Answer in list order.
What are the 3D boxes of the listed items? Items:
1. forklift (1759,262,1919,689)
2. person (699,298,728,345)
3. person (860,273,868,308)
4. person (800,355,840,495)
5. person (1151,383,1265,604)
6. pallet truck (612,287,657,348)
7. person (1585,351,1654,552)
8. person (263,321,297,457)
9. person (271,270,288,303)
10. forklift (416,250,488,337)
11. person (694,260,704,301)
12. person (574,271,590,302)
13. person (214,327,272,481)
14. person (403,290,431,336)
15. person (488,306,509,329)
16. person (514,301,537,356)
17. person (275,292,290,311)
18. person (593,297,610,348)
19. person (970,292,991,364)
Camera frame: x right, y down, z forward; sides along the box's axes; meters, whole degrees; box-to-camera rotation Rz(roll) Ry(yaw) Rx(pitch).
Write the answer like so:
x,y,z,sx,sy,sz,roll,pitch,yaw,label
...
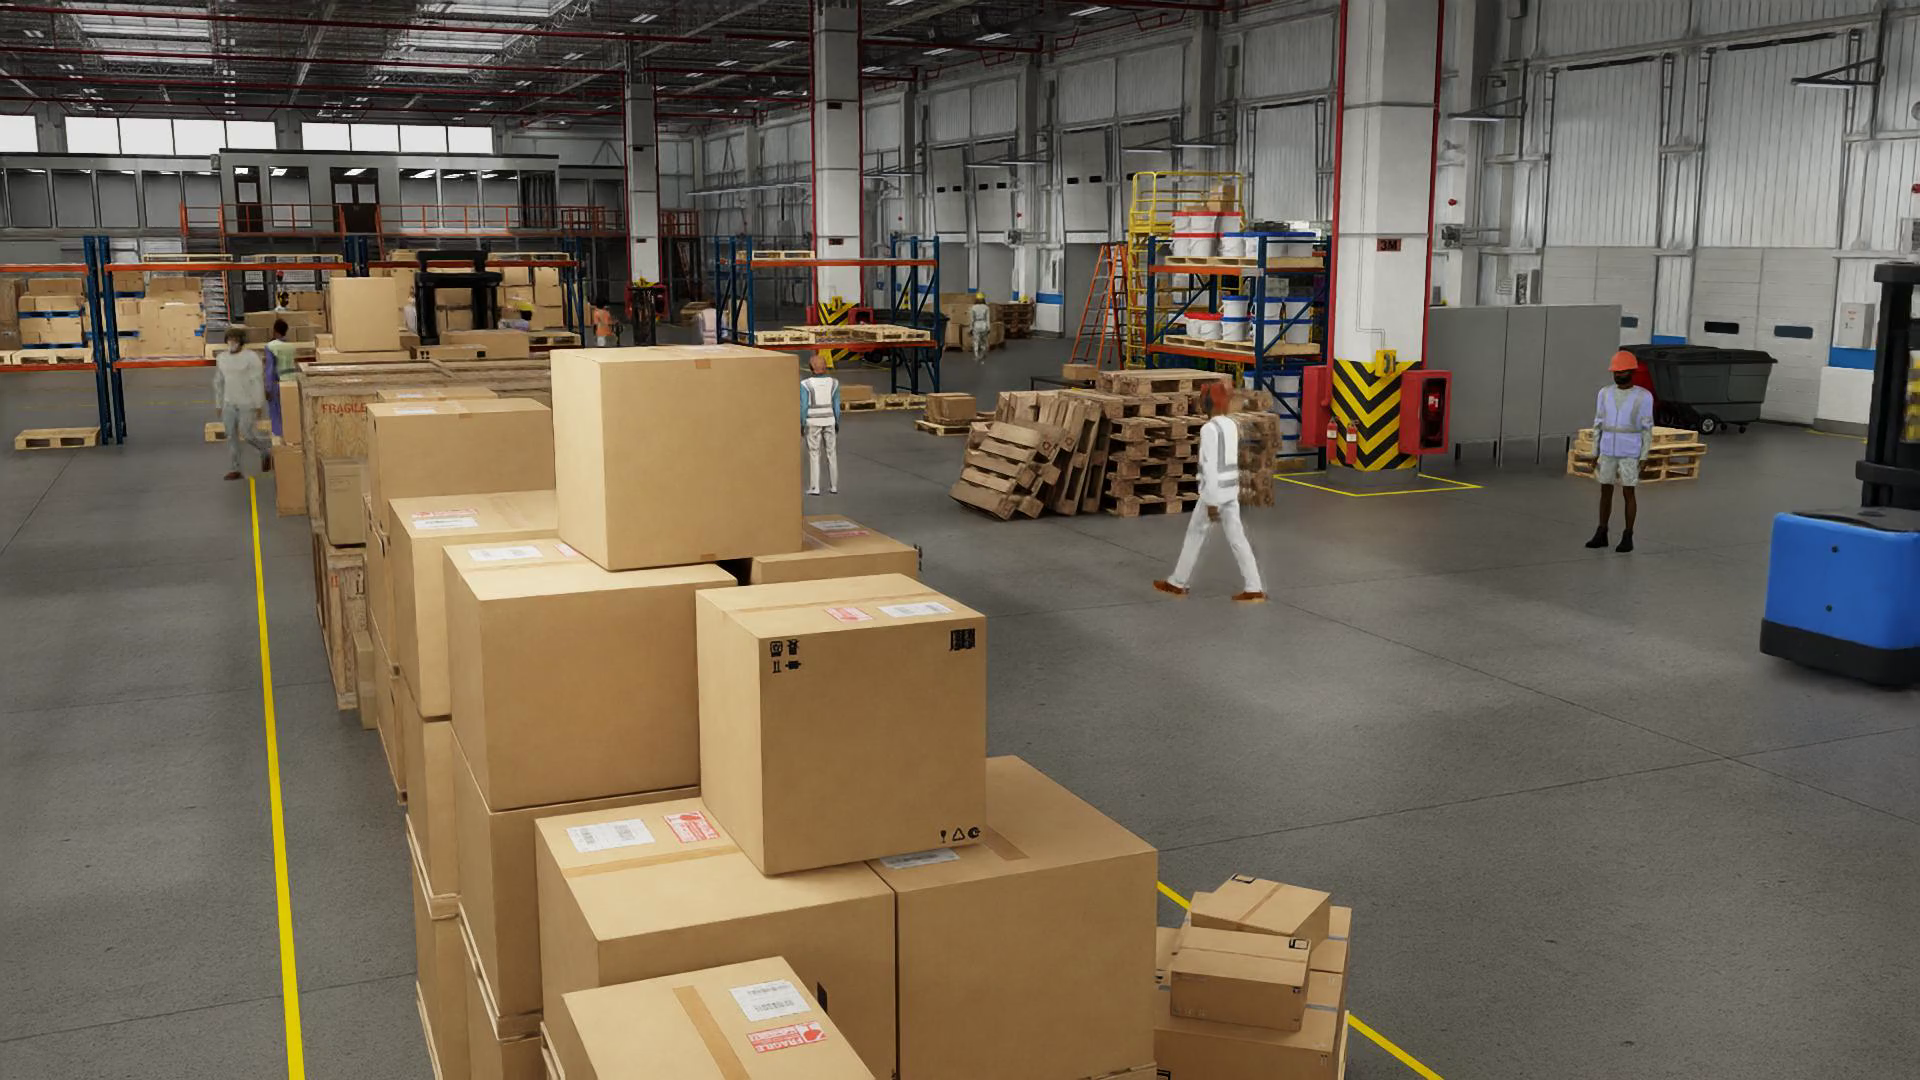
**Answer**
x,y,z,sx,sy,sz,roll,pitch,yaw,label
6.712,-0.511,11.503,1.873,2.768,1.129,-4,11,-23,forklift
-4.987,-4.026,33.877,0.639,1.793,0.956,2,10,11,person
-3.272,-7.671,53.707,0.609,1.899,1.017,1,10,6,person
-1.642,-1.341,19.499,0.522,1.638,0.311,-6,12,-30,person
2.105,-0.382,13.712,1.004,1.828,0.595,7,13,35,person
-6.464,-4.406,35.401,0.823,1.965,1.885,6,12,32,pallet truck
6.324,-0.848,15.957,0.376,1.935,0.550,-10,14,-43,person
-9.386,-2.094,23.019,0.425,1.872,0.628,2,10,10,person
-22.974,-8.153,56.255,0.393,1.930,0.546,10,14,44,person
-7.131,-2.697,23.550,1.129,2.768,1.873,-4,11,-23,forklift
-12.468,-12.303,79.044,0.629,1.969,0.869,-6,12,-32,person
-13.877,-8.971,61.008,0.624,1.840,0.429,2,10,9,person
-8.928,-1.700,20.725,0.643,1.915,0.576,3,11,15,person
-11.436,-4.323,35.190,0.634,1.915,0.787,3,11,16,person
-8.294,-3.336,30.050,0.397,1.802,0.598,1,10,5,person
-7.588,-3.252,29.342,0.944,1.879,0.605,-4,11,-23,person
-14.472,-4.379,35.674,0.329,1.854,0.504,1,10,6,person
-8.051,-4.666,37.714,0.635,1.683,0.534,4,11,23,person
0.488,-5.078,39.856,0.493,1.732,0.463,1,10,3,person
